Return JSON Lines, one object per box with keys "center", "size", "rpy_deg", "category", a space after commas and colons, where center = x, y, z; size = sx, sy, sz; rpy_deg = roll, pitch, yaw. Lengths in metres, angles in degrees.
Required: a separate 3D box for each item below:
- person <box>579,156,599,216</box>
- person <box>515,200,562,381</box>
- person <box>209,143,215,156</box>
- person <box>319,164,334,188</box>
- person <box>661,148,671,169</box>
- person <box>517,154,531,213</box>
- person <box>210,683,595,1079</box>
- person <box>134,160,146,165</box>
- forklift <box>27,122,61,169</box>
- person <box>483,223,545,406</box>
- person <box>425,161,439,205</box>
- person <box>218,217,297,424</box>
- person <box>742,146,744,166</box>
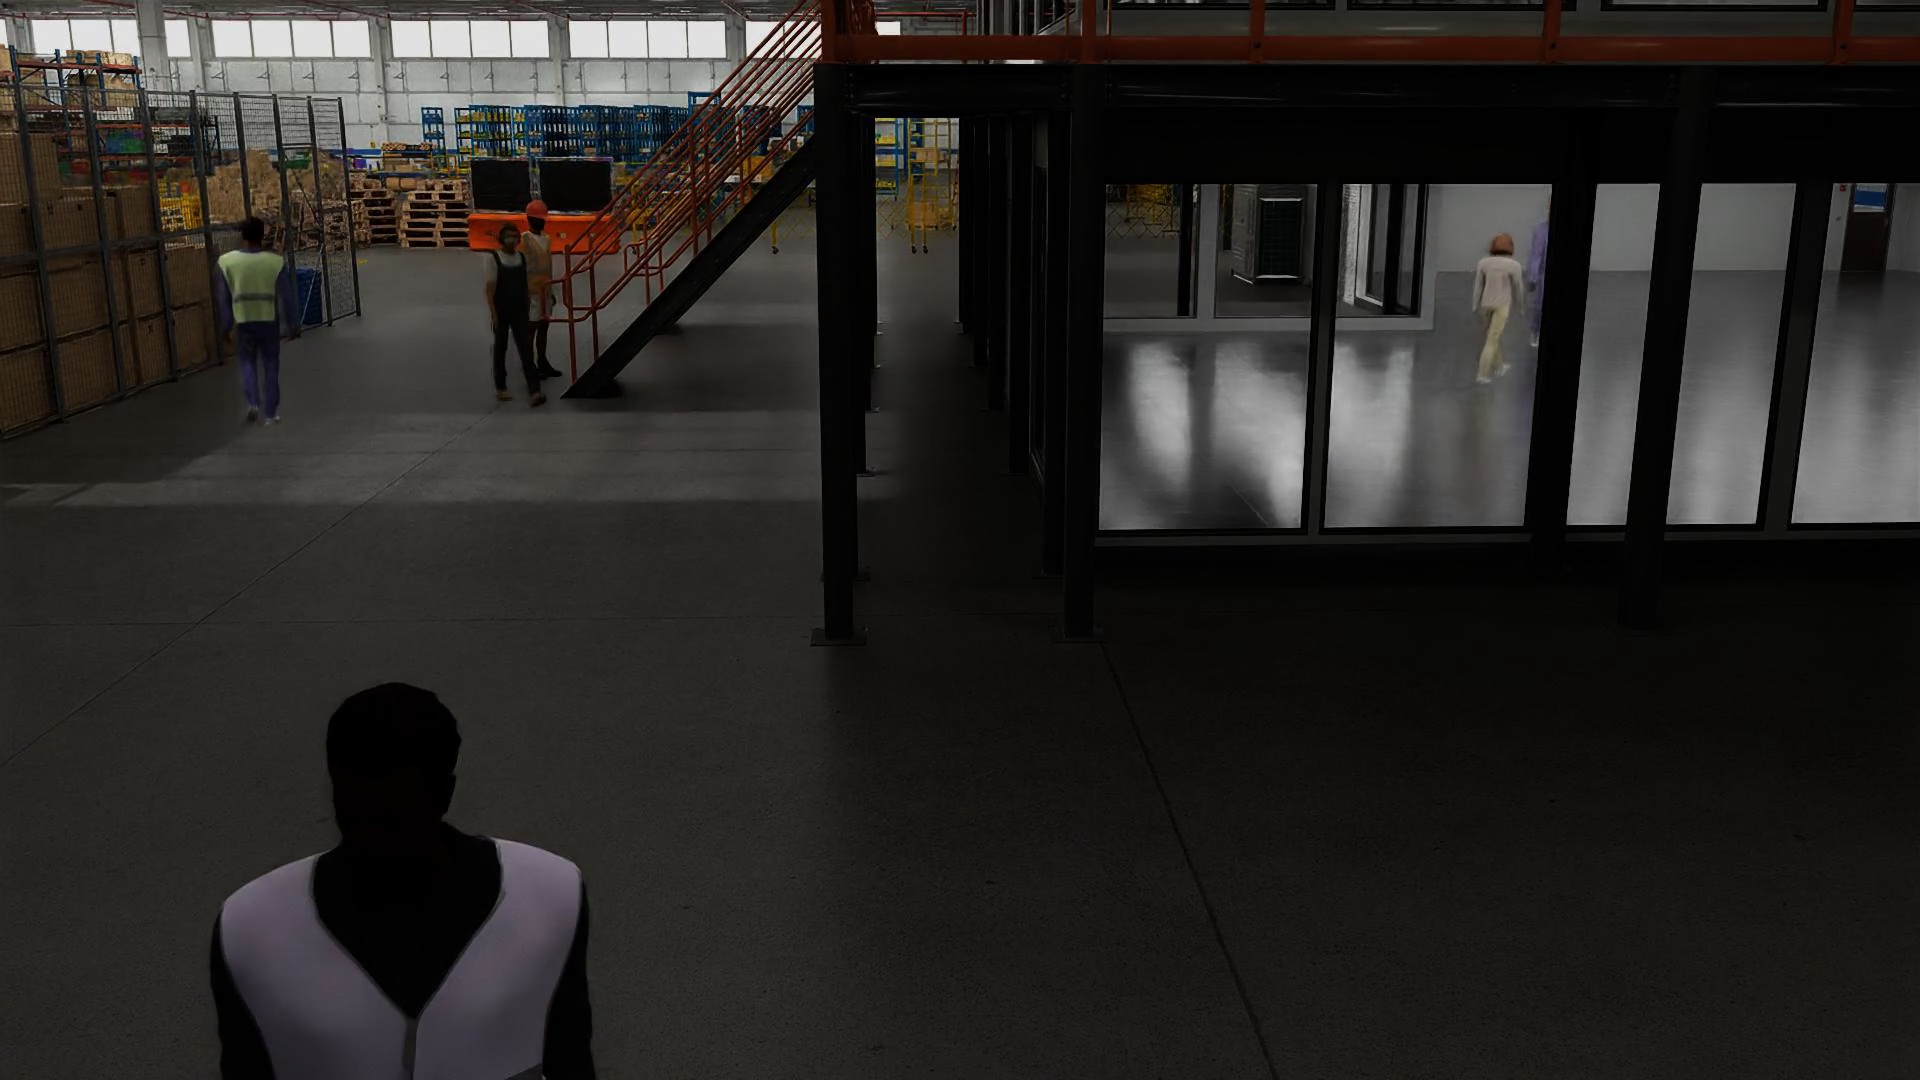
{"center": [-9.160, -8.565, 41.422], "size": [0.889, 1.969, 0.608], "rpy_deg": [4, 15, 17], "category": "person"}
{"center": [-4.571, -2.713, 18.092], "size": [0.368, 1.933, 0.552], "rpy_deg": [5, 15, 20], "category": "person"}
{"center": [-39.628, -20.161, 87.790], "size": [0.655, 1.945, 1.016], "rpy_deg": [-9, 17, -32], "category": "person"}
{"center": [-15.131, -8.131, 40.006], "size": [0.503, 1.809, 0.618], "rpy_deg": [-7, 16, -27], "category": "person"}
{"center": [-13.208, -16.724, 74.549], "size": [0.888, 1.706, 0.531], "rpy_deg": [7, 16, 27], "category": "person"}
{"center": [-11.965, -9.662, 45.875], "size": [0.390, 1.932, 0.566], "rpy_deg": [1, 14, 6], "category": "person"}
{"center": [-0.883, 1.135, 2.760], "size": [0.587, 1.915, 0.393], "rpy_deg": [-5, 15, -20], "category": "person"}
{"center": [-34.552, -15.653, 70.100], "size": [0.591, 1.784, 0.916], "rpy_deg": [-2, 14, -8], "category": "person"}
{"center": [-35.376, -14.773, 64.377], "size": [1.129, 2.768, 1.873], "rpy_deg": [-1, 14, -2], "category": "forklift"}
{"center": [-4.435, -2.225, 16.443], "size": [0.508, 1.797, 0.986], "rpy_deg": [-10, 17, -34], "category": "person"}
{"center": [-16.793, -11.235, 52.803], "size": [0.528, 1.609, 0.549], "rpy_deg": [5, 15, 20], "category": "person"}
{"center": [-6.458, -2.010, 15.339], "size": [0.636, 1.904, 0.458], "rpy_deg": [-3, 14, -13], "category": "person"}
{"center": [-11.074, -19.552, 85.653], "size": [0.828, 1.810, 0.586], "rpy_deg": [3, 14, 12], "category": "person"}
